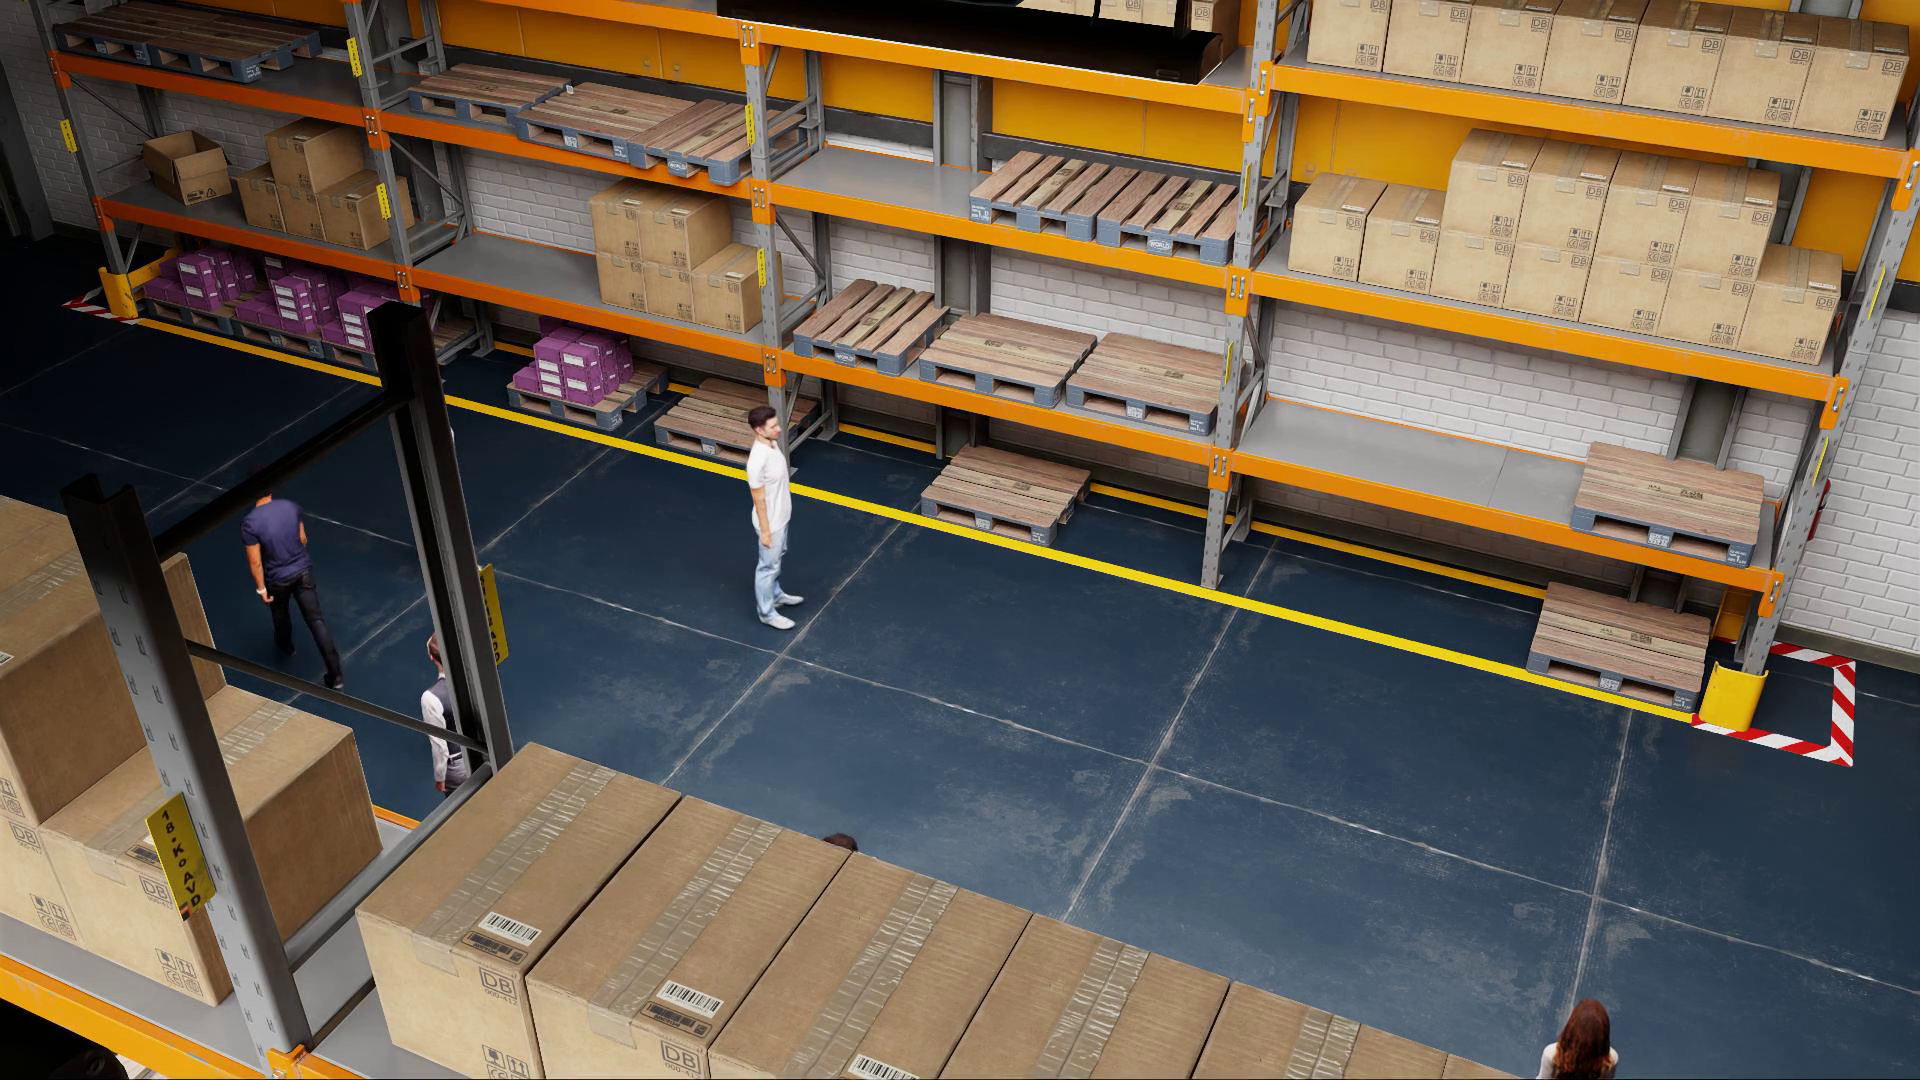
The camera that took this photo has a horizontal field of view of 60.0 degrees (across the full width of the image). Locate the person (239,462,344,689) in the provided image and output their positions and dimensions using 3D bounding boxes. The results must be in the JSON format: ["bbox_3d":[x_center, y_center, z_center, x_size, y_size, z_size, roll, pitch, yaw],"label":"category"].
[{"bbox_3d":[-4.811,0.310,12.053,0.972,1.732,1.300,-28,43,-35],"label":"person"}]

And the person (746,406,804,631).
[{"bbox_3d":[-1.449,-0.201,12.702,0.664,1.864,0.735,4,34,6],"label":"person"}]

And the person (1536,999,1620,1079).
[{"bbox_3d":[3.065,2.875,8.417,0.545,1.484,0.670,1,34,2],"label":"person"}]

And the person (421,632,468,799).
[{"bbox_3d":[-3.055,1.342,10.313,0.601,1.938,0.688,19,38,27],"label":"person"}]
